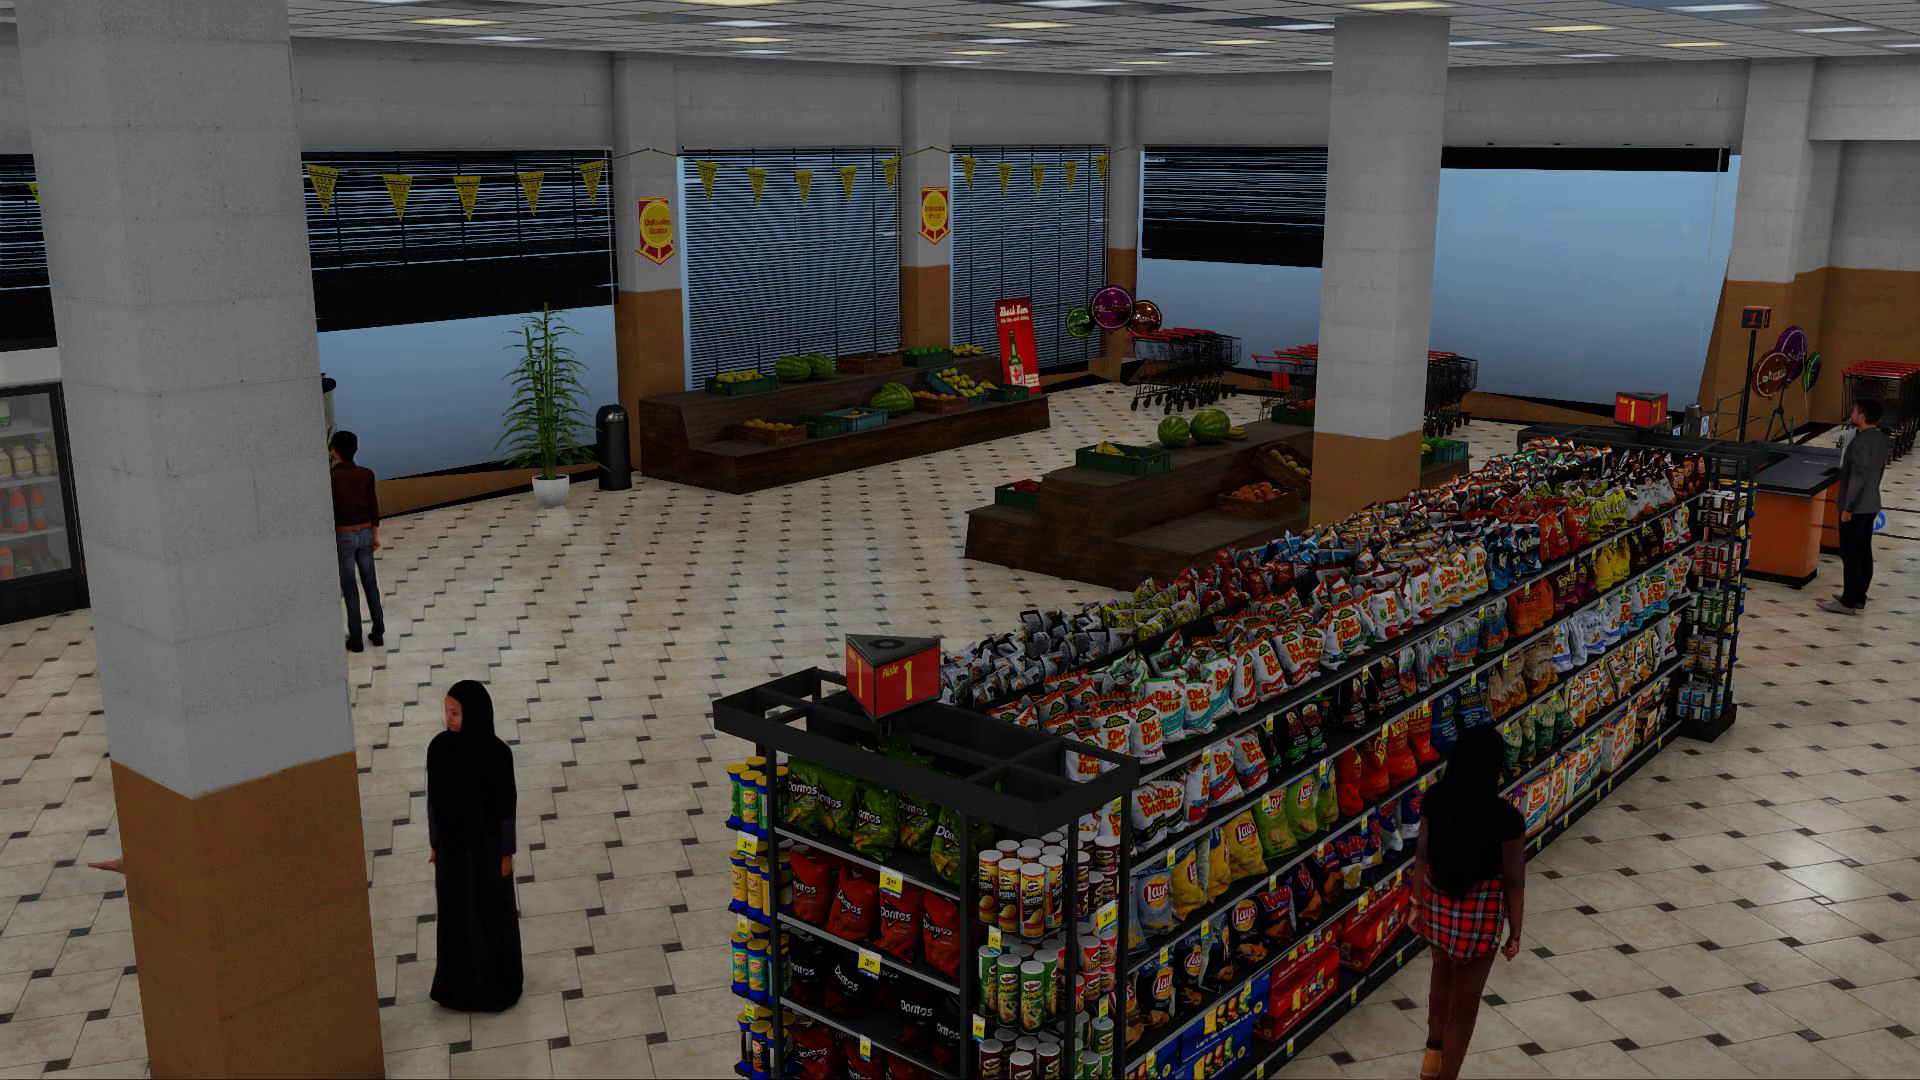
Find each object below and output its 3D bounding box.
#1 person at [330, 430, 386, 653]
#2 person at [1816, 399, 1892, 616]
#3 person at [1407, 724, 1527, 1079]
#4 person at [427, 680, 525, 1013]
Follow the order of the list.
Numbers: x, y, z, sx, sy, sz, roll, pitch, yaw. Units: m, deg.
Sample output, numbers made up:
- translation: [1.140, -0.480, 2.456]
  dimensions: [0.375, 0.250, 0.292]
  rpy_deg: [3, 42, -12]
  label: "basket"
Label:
- translation: [-4.862, 0.004, 13.331]
  dimensions: [0.710, 1.780, 0.434]
  rpy_deg: [11, 17, 38]
  label: "person"
- translation: [7.774, -0.296, 14.369]
  dimensions: [0.612, 1.873, 0.786]
  rpy_deg: [-11, 17, -38]
  label: "person"
- translation: [2.033, 1.610, 6.861]
  dimensions: [0.595, 1.708, 0.625]
  rpy_deg: [11, 18, 39]
  label: "person"
- translation: [-2.288, 1.422, 7.836]
  dimensions: [0.695, 1.614, 0.713]
  rpy_deg: [4, 14, 16]
  label: "person"
